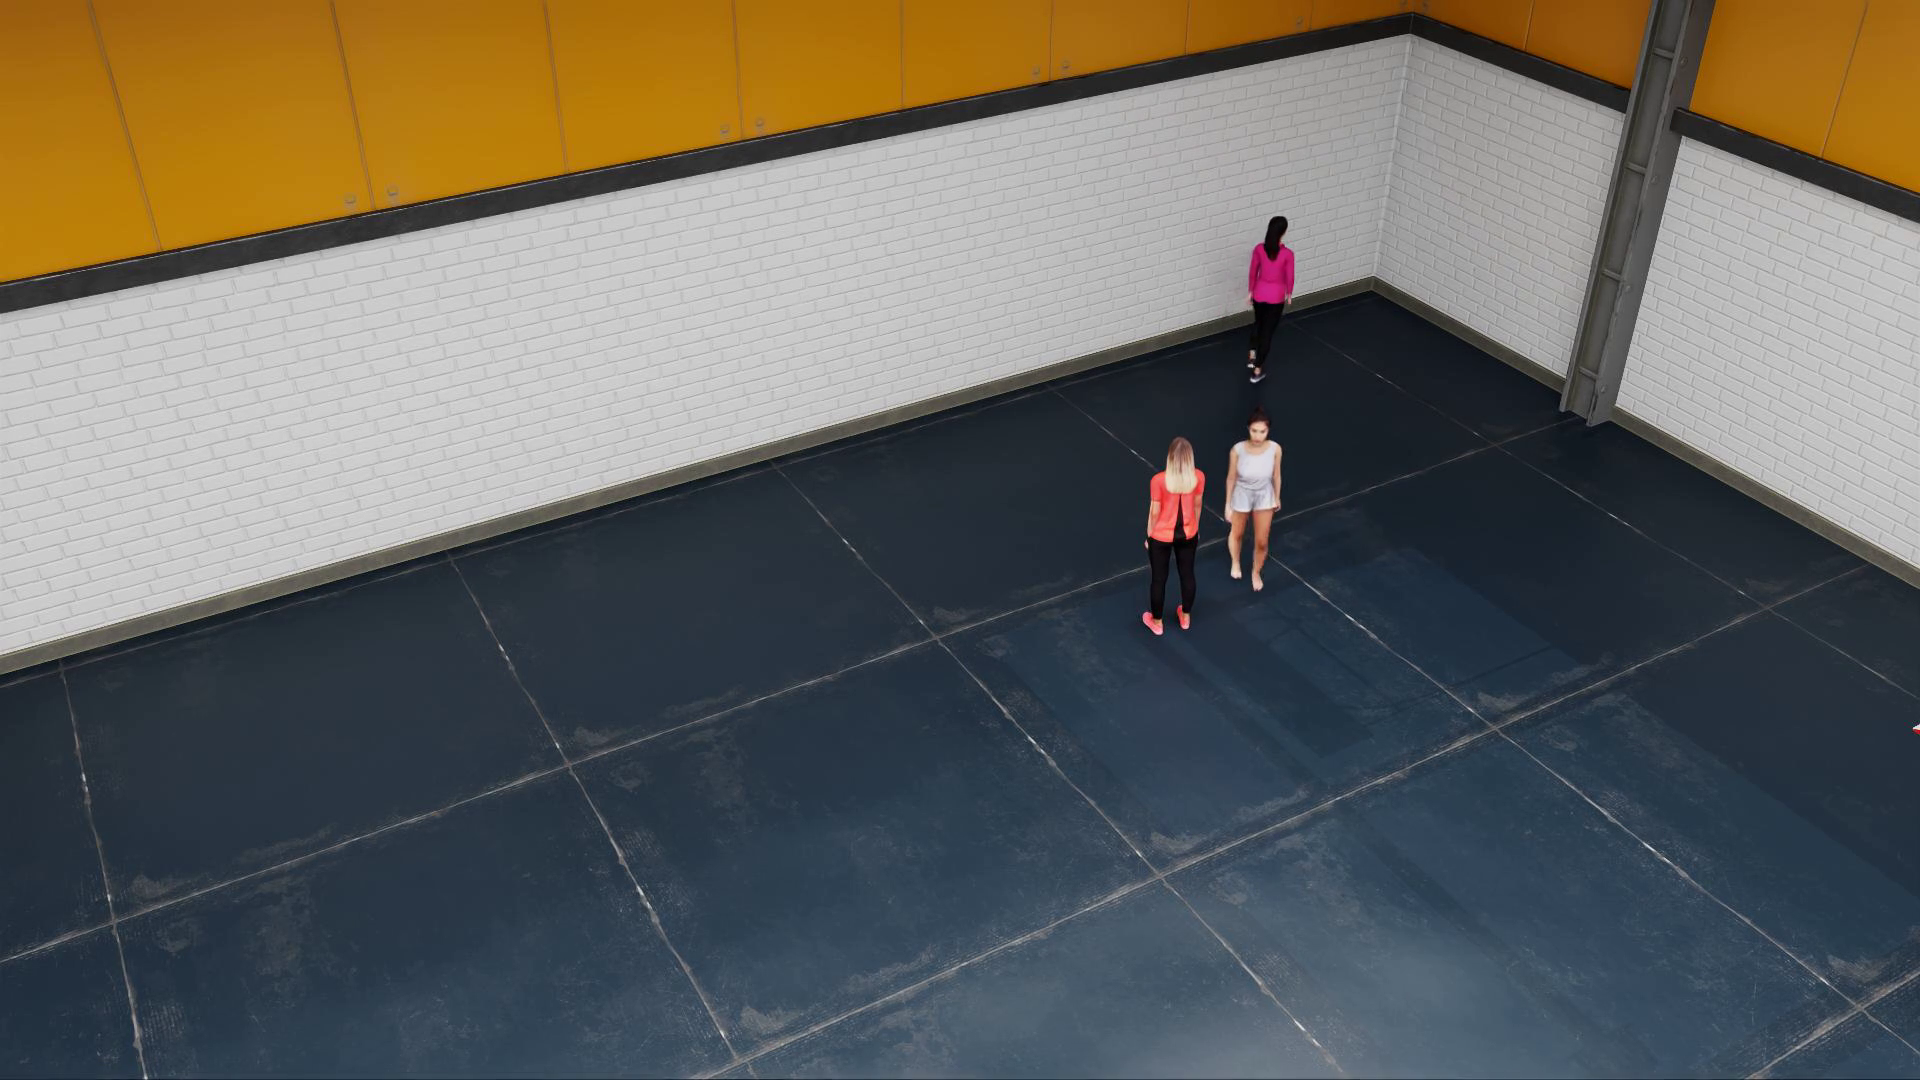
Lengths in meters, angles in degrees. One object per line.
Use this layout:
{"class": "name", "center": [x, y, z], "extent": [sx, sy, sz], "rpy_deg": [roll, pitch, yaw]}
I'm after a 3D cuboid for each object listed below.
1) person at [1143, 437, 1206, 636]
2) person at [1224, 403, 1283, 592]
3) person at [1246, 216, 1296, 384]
{"class": "person", "center": [1.638, -0.036, 12.752], "extent": [0.648, 1.693, 0.626], "rpy_deg": [-8, 34, -11]}
{"class": "person", "center": [2.338, -0.387, 13.364], "extent": [0.773, 1.599, 0.822], "rpy_deg": [2, 34, 3]}
{"class": "person", "center": [2.969, -2.309, 16.177], "extent": [0.700, 1.686, 0.756], "rpy_deg": [21, 39, 28]}
